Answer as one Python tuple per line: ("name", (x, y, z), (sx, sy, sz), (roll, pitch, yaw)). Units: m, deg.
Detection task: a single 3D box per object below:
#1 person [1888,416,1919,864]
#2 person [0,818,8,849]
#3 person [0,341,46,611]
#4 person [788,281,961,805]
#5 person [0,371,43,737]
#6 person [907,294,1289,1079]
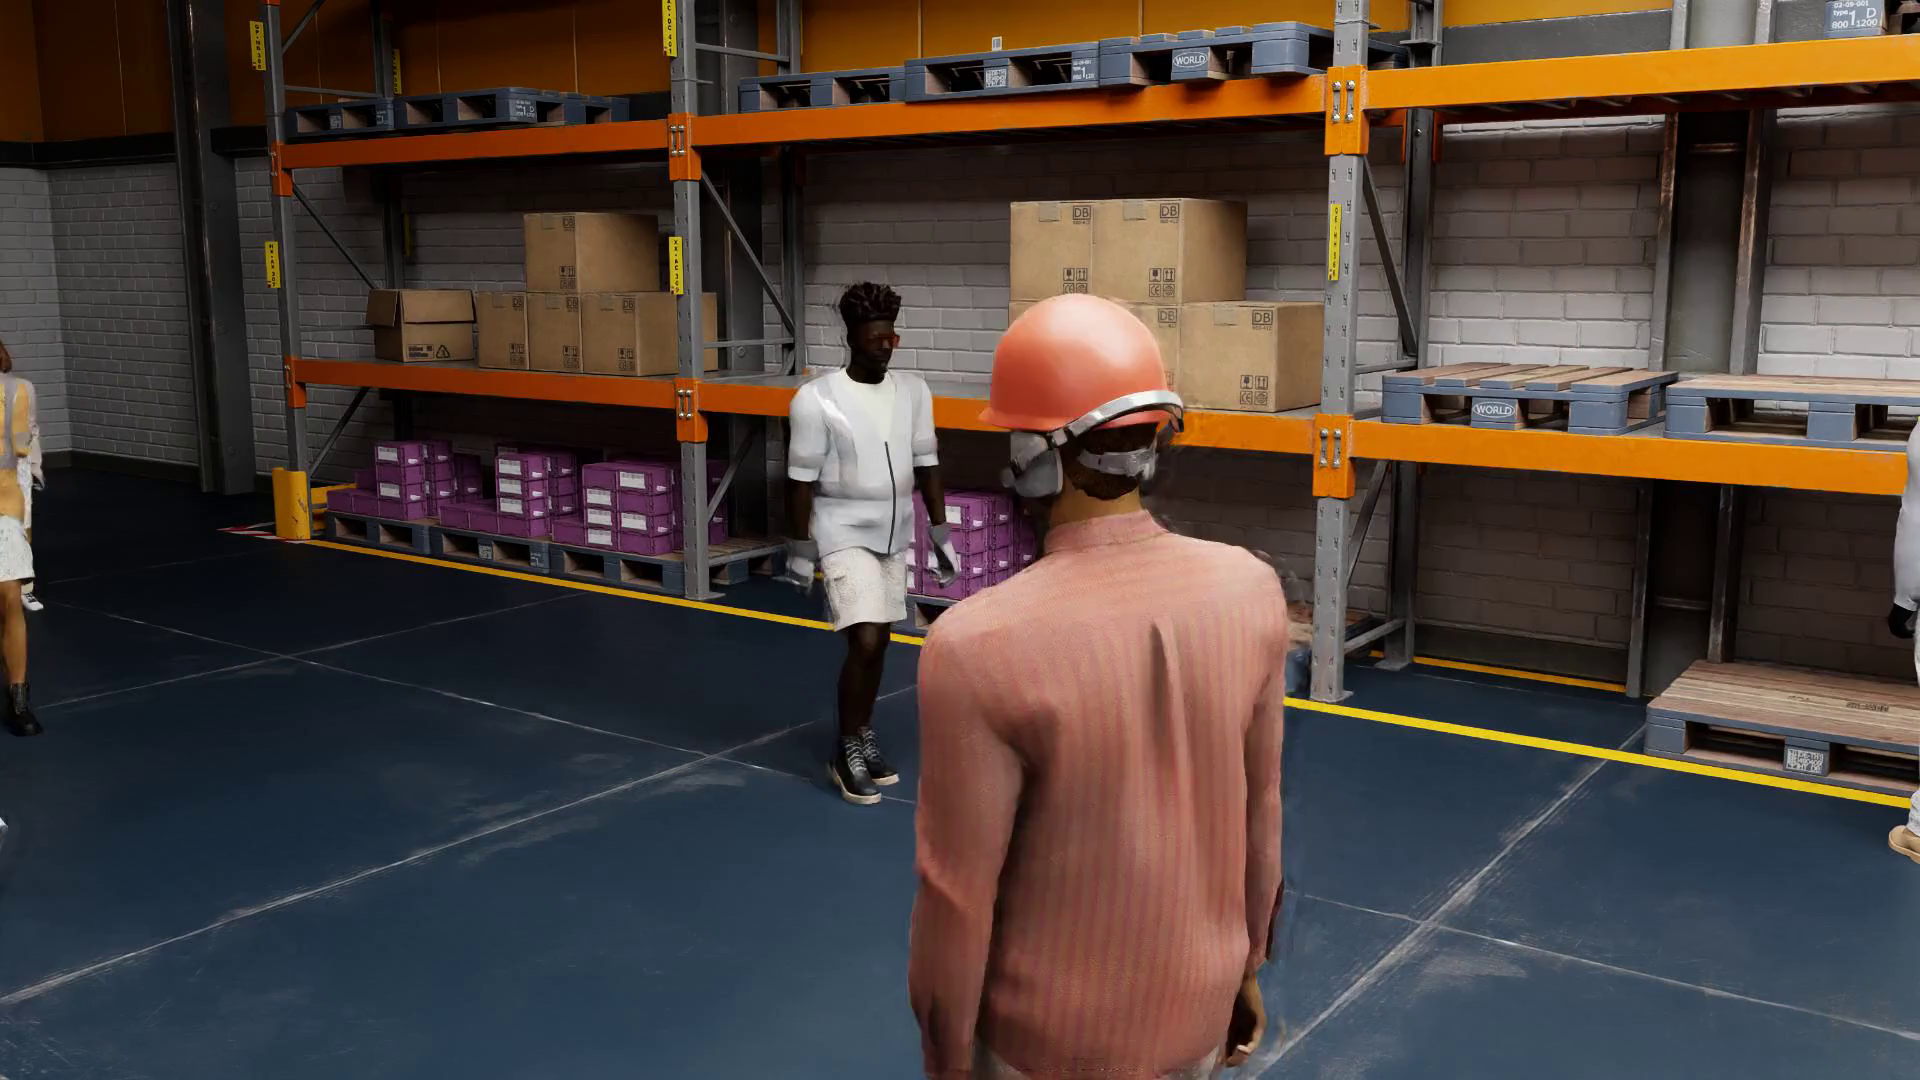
("person", (3.406, 0.188, 5.512), (0.623, 1.844, 0.429), (2, 10, 10))
("person", (-3.331, 0.246, 5.106), (0.505, 1.860, 0.538), (1, 10, 8))
("person", (-5.514, -0.379, 9.505), (0.507, 1.631, 0.266), (-9, 13, -44))
("person", (-0.307, 0.012, 6.266), (0.634, 1.944, 0.631), (-9, 13, -41))
("person", (-4.318, -0.133, 7.238), (0.548, 1.911, 0.877), (-9, 13, -44))
("person", (0.225, 0.653, 2.331), (0.632, 1.979, 0.611), (-6, 11, -30))
